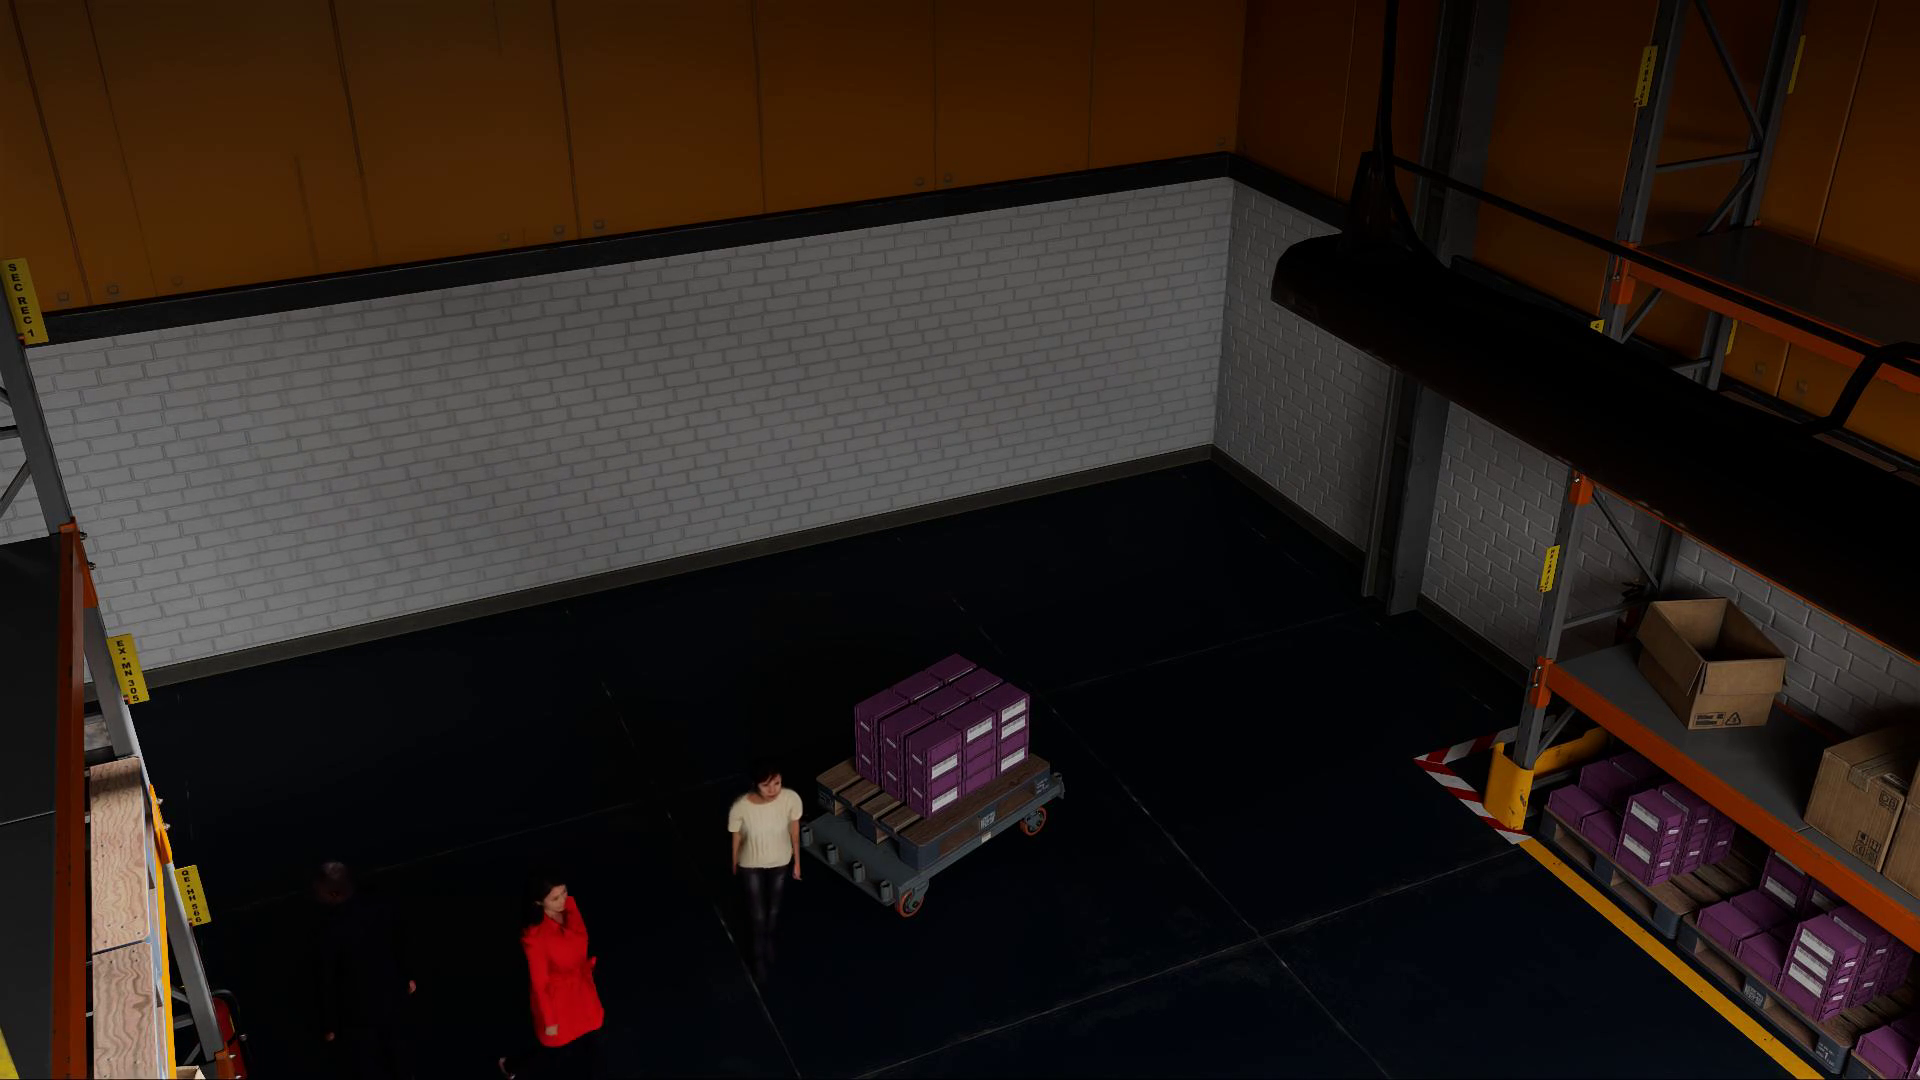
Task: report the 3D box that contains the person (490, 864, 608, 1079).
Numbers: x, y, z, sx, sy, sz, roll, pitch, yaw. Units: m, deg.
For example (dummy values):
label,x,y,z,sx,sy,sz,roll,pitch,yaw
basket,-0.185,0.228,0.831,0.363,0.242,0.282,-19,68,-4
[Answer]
label,x,y,z,sx,sy,sz,roll,pitch,yaw
person,-2.178,2.396,8.742,1.060,1.724,1.018,8,30,14

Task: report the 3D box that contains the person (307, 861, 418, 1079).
label,x,y,z,sx,sy,sz,roll,pitch,yaw
person,-3.004,2.422,8.617,1.098,1.797,1.017,15,32,25

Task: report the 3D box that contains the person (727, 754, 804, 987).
label,x,y,z,sx,sy,sz,roll,pitch,yaw
person,-1.182,1.868,9.870,0.613,1.569,0.628,-10,30,-17
